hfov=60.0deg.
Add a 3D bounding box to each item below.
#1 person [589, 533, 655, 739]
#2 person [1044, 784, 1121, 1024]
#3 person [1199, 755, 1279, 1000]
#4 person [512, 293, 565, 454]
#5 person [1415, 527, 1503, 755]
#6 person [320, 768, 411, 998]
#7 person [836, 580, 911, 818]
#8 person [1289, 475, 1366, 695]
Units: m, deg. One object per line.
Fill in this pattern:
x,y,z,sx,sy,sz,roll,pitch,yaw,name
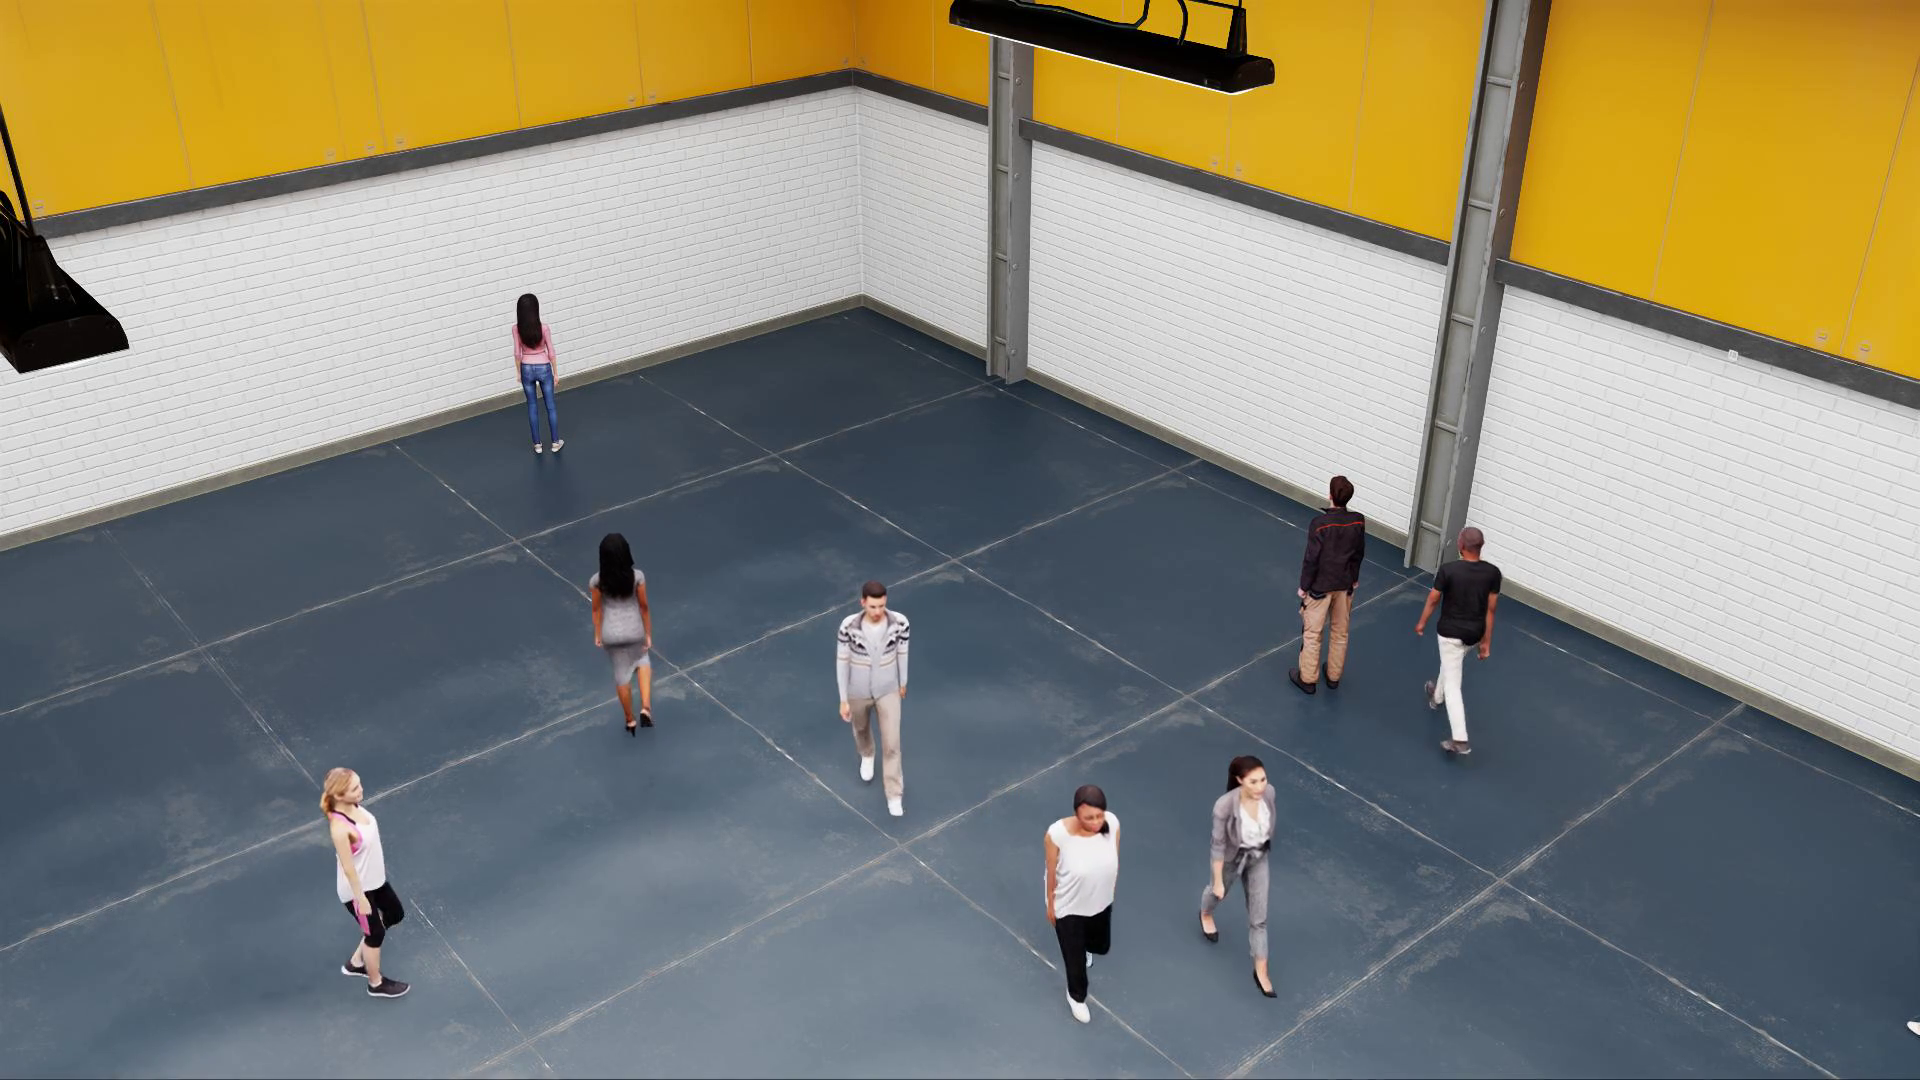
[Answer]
-2.573,0.787,12.771,0.703,1.772,0.762,-8,30,-14,person
0.746,2.182,10.317,0.810,1.671,0.918,-9,30,-17,person
1.738,2.042,10.631,0.882,1.617,1.200,-10,30,-18,person
-4.457,-1.761,17.473,0.650,1.742,0.661,-3,29,-6,person
3.856,0.801,12.765,1.161,1.753,1.351,-3,29,-5,person
-3.787,2.138,10.291,0.832,1.773,0.762,-3,29,-6,person
-0.652,1.054,12.246,1.126,1.805,1.284,-2,29,-4,person
2.970,0.362,13.388,0.783,1.925,0.759,-8,30,-14,person
